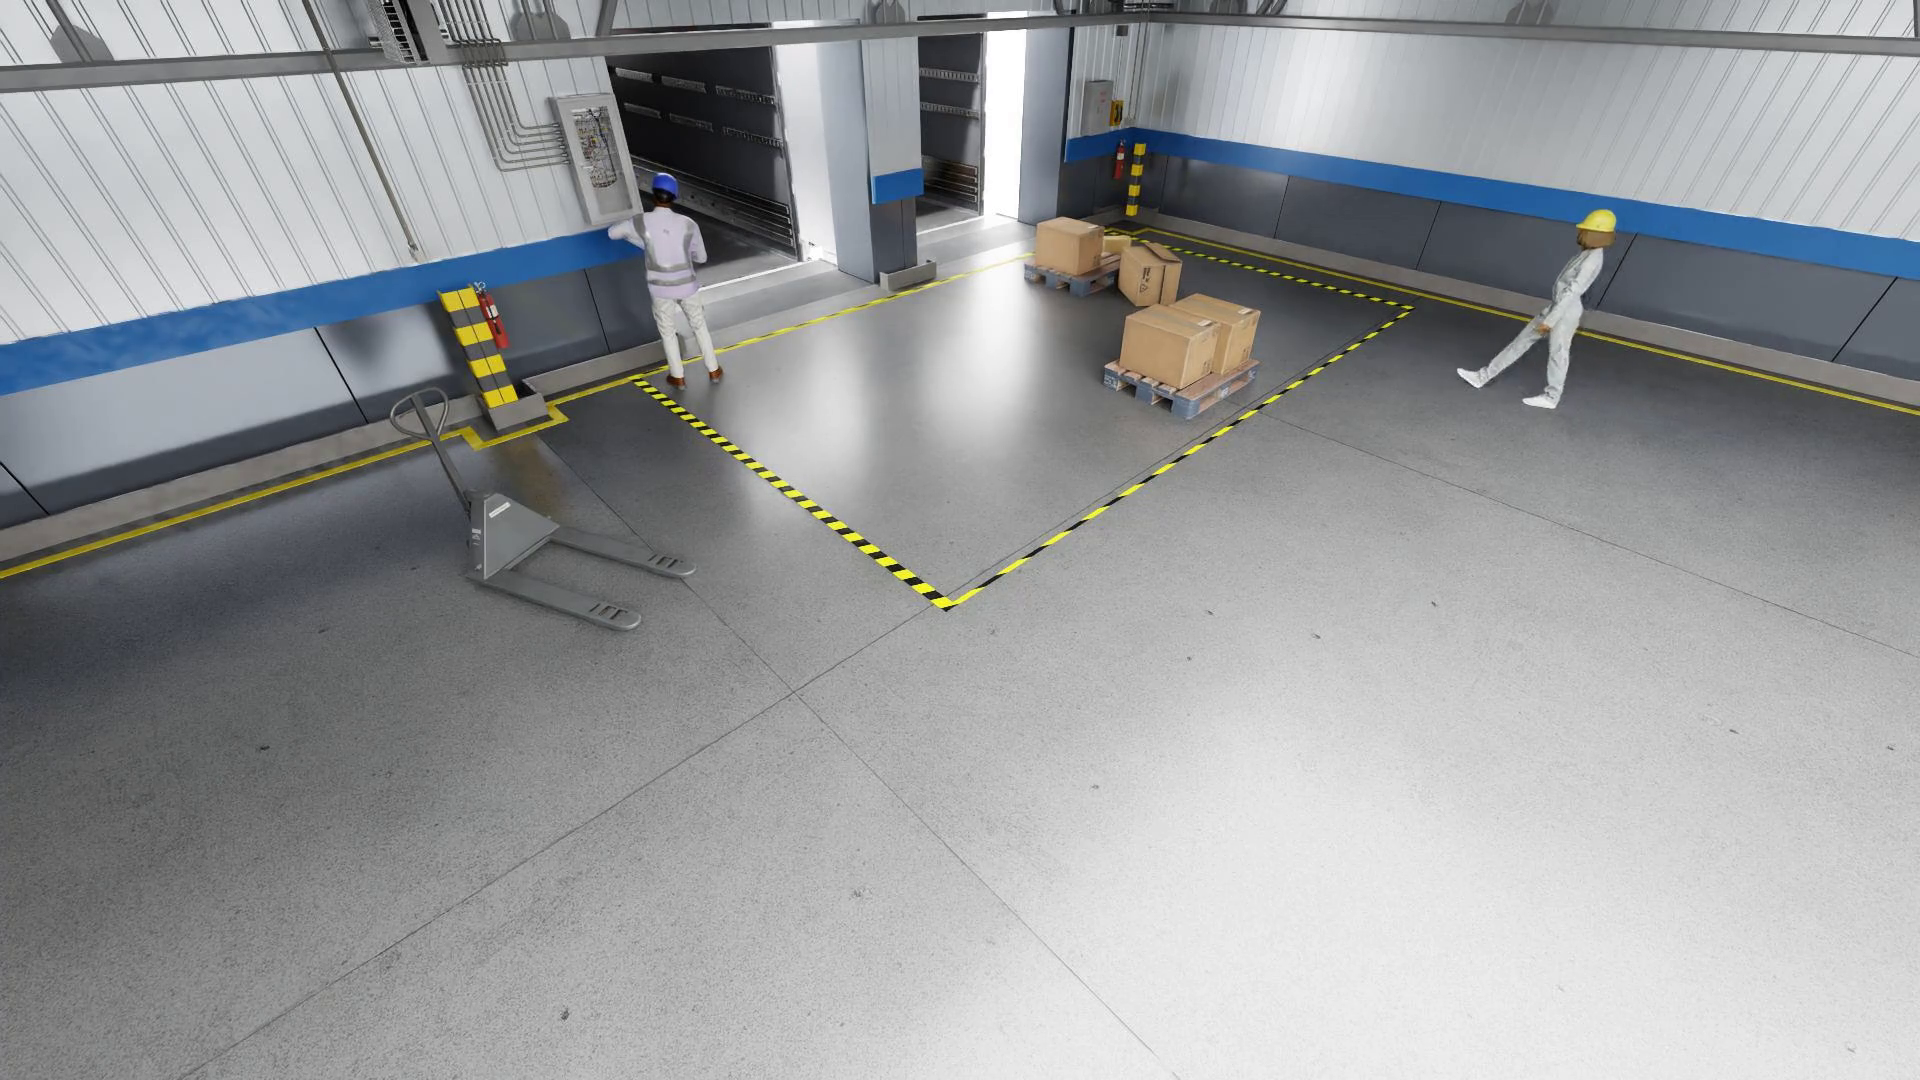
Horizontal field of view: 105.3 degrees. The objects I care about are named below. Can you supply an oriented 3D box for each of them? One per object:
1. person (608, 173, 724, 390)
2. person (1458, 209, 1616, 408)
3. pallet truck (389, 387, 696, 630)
[{"bbox_3d":[-2.735,-2.402,6.858,0.766,1.882,0.762,-19,42,-23],"label":"person"},{"bbox_3d":[5.194,-2.033,6.509,0.857,1.702,0.508,18,41,22],"label":"person"},{"bbox_3d":[-2.613,-0.247,4.593,1.601,1.201,0.680,14,40,17],"label":"pallet truck"}]
